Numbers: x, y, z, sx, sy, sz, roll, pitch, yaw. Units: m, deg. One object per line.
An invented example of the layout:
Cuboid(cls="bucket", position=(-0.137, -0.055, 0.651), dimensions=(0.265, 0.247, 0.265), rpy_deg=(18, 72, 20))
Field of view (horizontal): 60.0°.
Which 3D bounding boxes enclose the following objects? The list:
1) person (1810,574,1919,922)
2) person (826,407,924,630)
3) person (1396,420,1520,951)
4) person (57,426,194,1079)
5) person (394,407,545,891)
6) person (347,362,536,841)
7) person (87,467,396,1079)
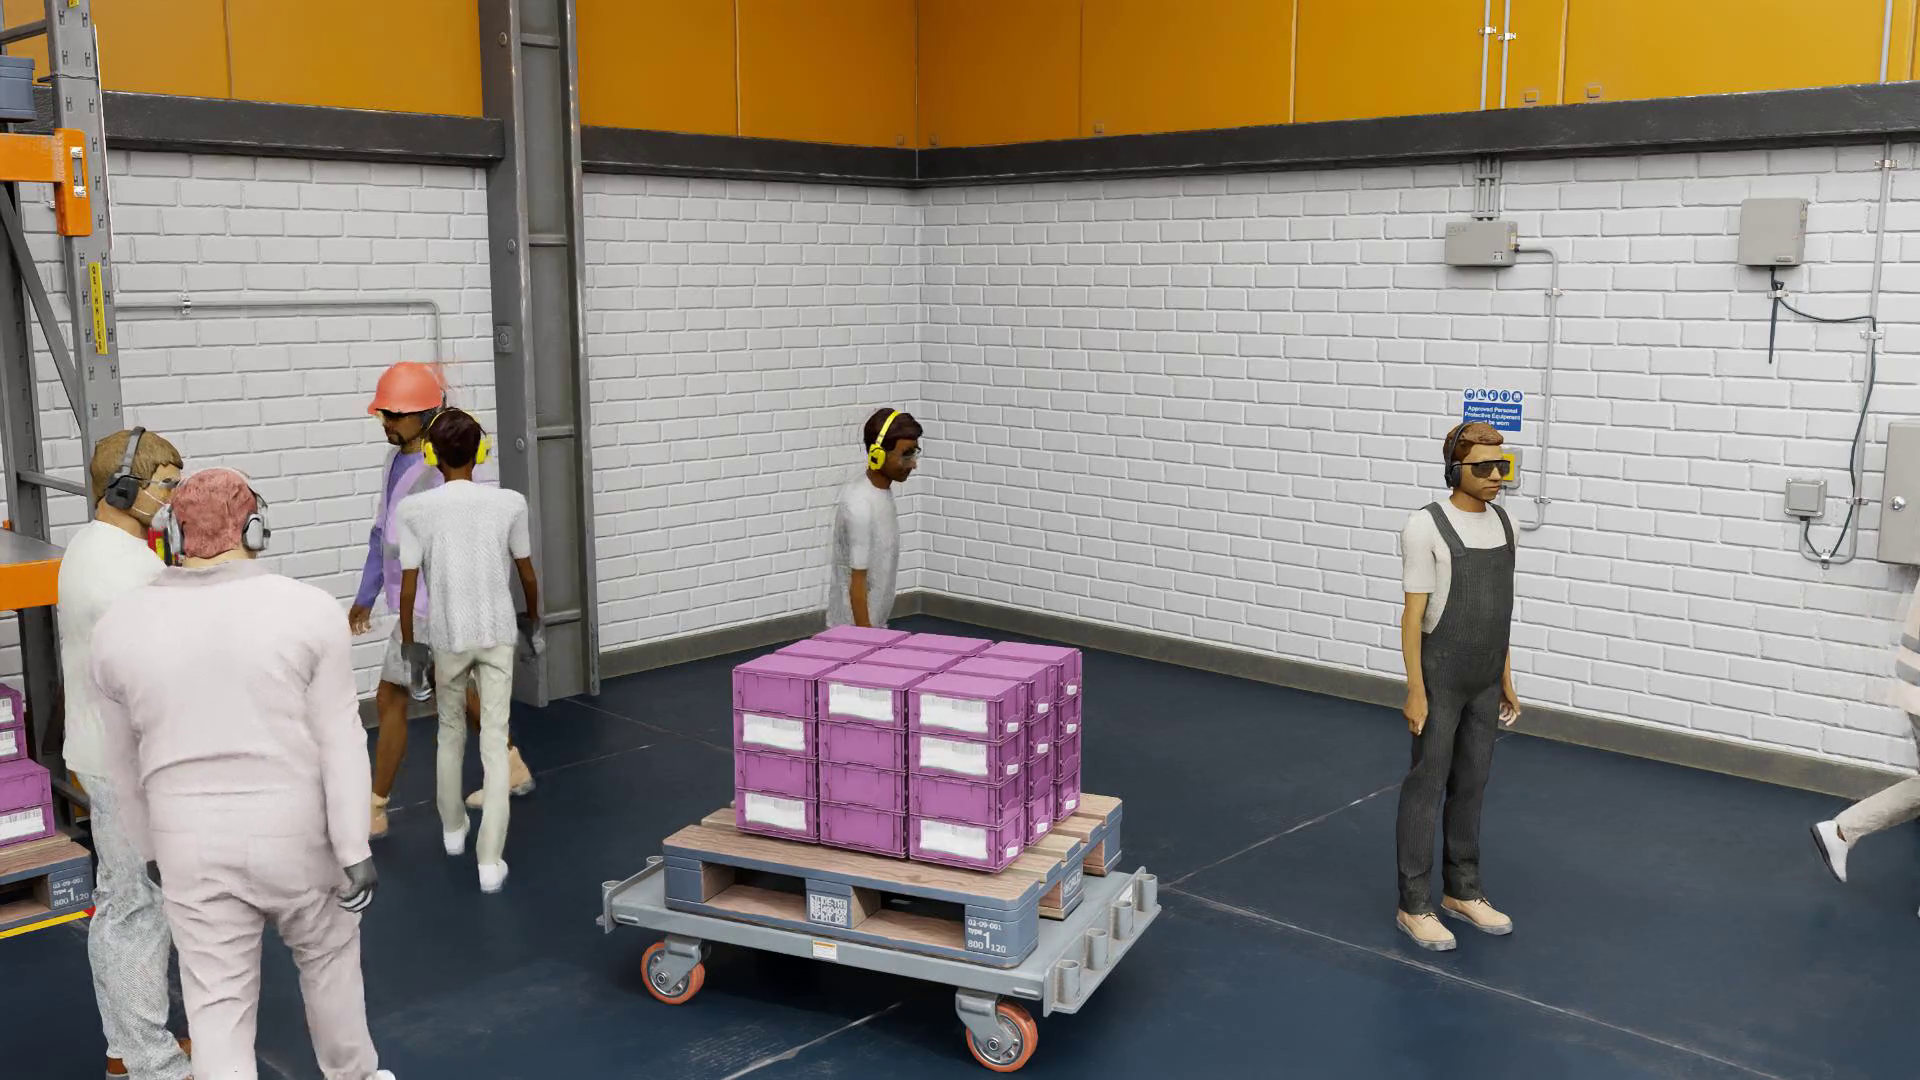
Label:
Cuboid(cls="person", position=(3.452, 0.592, 5.955), dimensions=(0.535, 1.620, 0.524), rpy_deg=(4, 10, 25))
Cuboid(cls="person", position=(-0.392, 0.369, 6.700), dimensions=(0.573, 1.827, 0.588), rpy_deg=(2, 9, 9))
Cuboid(cls="person", position=(1.761, 0.501, 5.843), dimensions=(0.507, 1.846, 0.345), rpy_deg=(-5, 11, -30))
Cuboid(cls="person", position=(-2.309, 0.646, 4.686), dimensions=(0.377, 1.933, 0.628), rpy_deg=(-6, 11, -33))
Cuboid(cls="person", position=(-1.905, 0.397, 6.515), dimensions=(0.526, 1.832, 0.776), rpy_deg=(-2, 10, -13))
Cuboid(cls="person", position=(-2.252, 0.249, 7.004), dimensions=(1.002, 1.999, 0.609), rpy_deg=(-6, 11, -33))
Cuboid(cls="person", position=(-1.795, 0.742, 4.279), dimensions=(0.659, 1.867, 0.857), rpy_deg=(-1, 9, -5))
